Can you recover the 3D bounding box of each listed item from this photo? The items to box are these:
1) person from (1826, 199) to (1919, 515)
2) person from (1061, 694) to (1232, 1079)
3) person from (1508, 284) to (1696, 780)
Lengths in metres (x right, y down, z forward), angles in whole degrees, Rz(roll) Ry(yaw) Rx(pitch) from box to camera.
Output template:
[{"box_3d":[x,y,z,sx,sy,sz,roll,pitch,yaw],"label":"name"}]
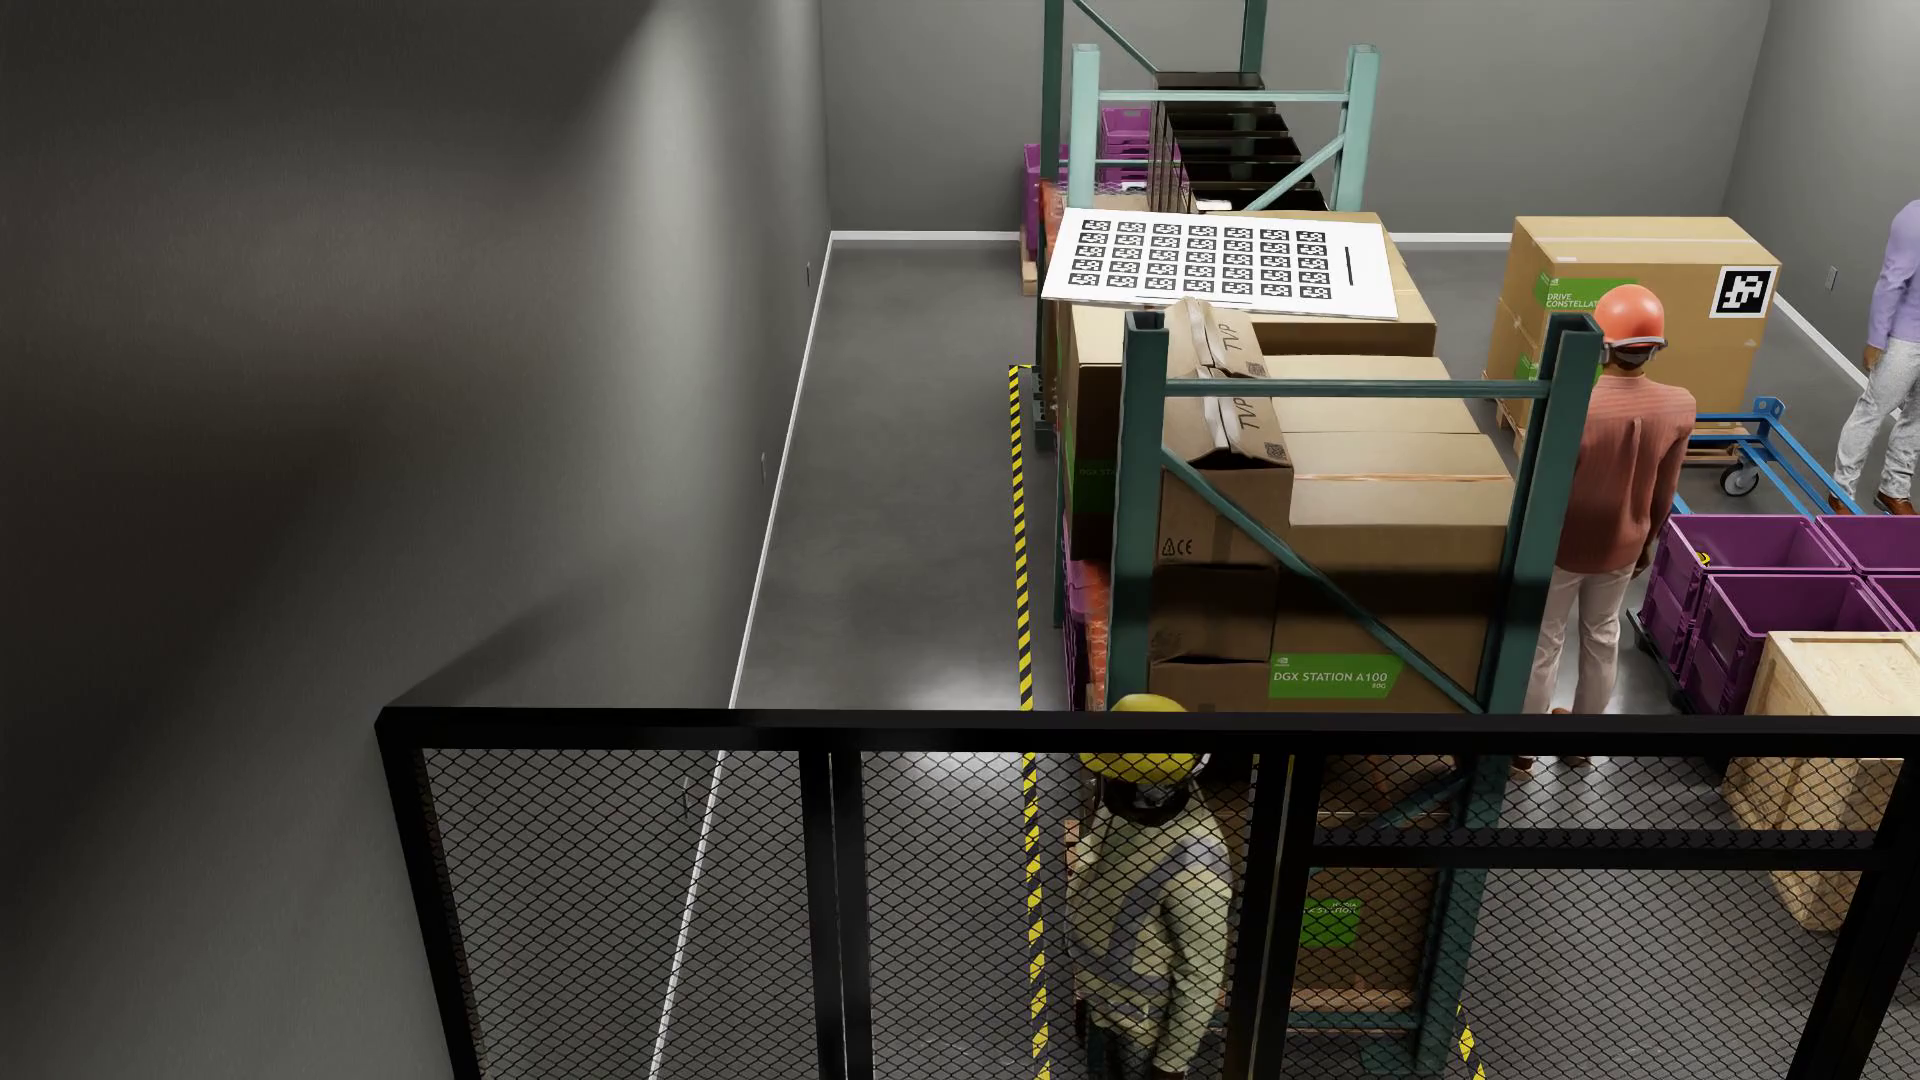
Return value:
[{"box_3d":[4.539,-0.944,7.782,0.627,1.940,0.371,-1,31,-1],"label":"person"},{"box_3d":[0.469,1.157,4.396,0.404,1.828,0.601,-6,32,-10],"label":"person"},{"box_3d":[2.308,0.005,6.154,0.622,1.992,0.384,-7,32,-12],"label":"person"}]
